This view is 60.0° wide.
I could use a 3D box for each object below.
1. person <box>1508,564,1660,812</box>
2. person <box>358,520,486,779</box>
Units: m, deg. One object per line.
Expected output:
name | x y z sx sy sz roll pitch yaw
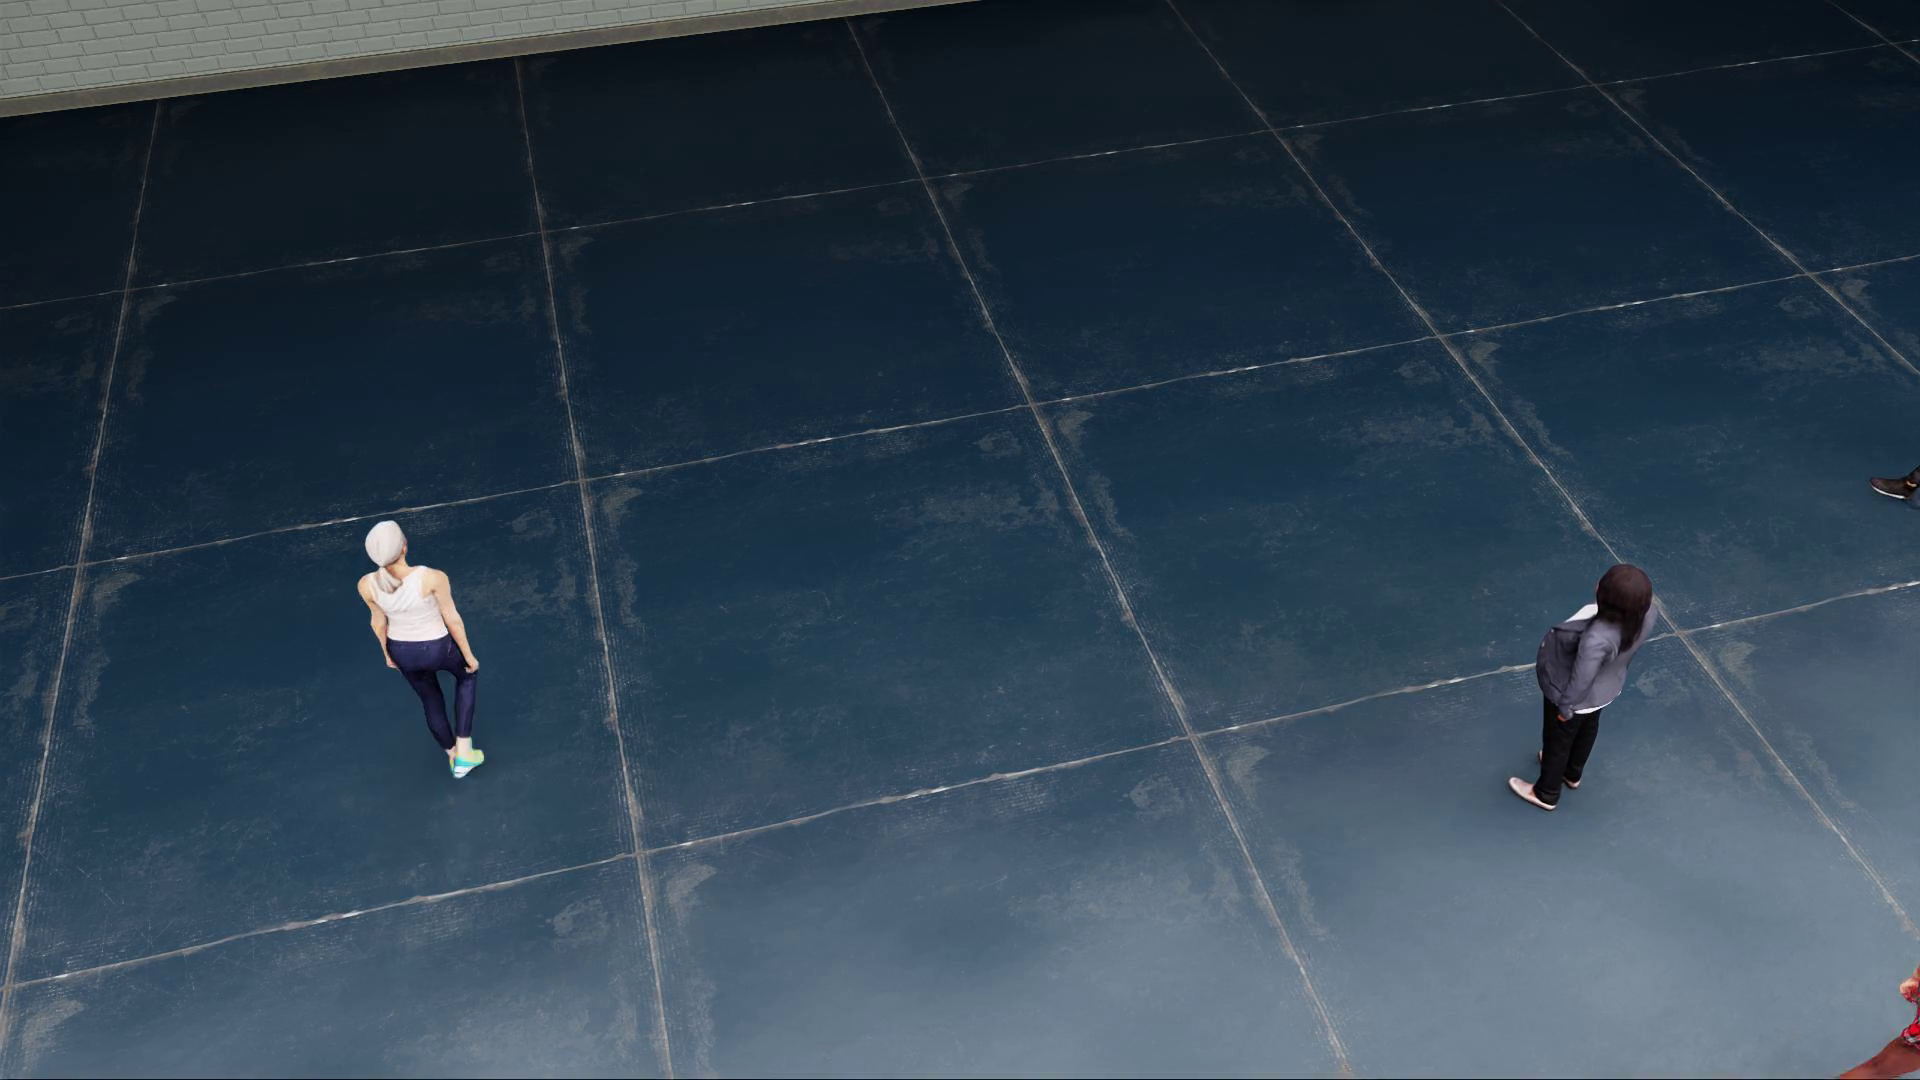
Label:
person | 3.105 0.722 8.245 0.772 1.595 0.796 -30 51 -28
person | -2.662 0.631 8.270 0.689 1.694 0.701 -3 43 -3
